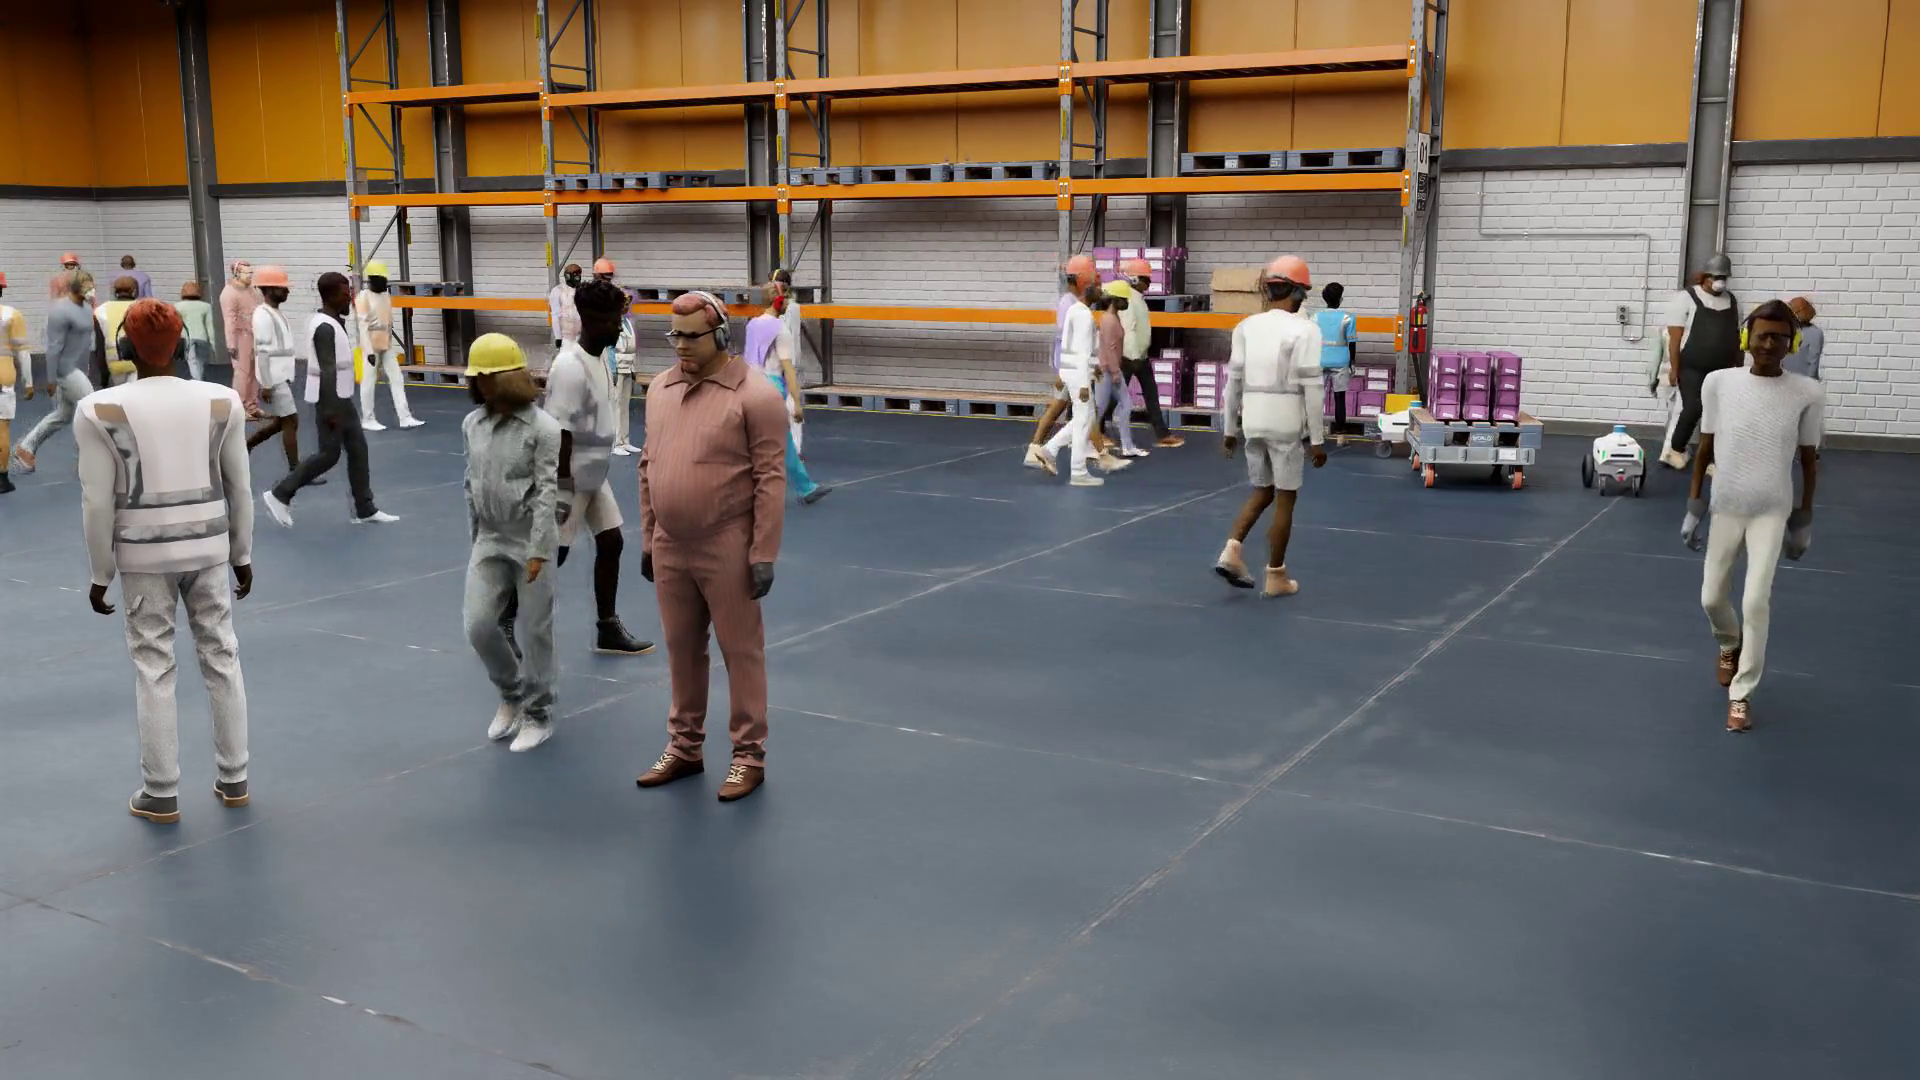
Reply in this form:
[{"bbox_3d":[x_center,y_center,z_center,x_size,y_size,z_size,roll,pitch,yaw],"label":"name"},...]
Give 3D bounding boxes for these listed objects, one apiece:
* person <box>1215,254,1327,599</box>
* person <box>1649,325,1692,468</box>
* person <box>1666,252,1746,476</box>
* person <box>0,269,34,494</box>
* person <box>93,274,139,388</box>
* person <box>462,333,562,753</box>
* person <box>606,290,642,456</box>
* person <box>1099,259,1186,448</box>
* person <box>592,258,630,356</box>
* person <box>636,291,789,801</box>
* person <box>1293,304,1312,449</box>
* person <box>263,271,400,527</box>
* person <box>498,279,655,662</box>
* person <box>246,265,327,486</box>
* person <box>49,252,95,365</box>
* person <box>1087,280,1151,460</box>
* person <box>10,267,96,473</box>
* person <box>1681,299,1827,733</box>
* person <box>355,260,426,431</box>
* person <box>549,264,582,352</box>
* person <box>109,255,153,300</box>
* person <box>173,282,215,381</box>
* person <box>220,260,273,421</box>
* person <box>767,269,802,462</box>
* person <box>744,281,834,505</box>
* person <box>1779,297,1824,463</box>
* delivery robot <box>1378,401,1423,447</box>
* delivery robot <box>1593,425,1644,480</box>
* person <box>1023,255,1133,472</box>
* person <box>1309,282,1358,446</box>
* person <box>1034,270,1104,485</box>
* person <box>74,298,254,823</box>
[{"bbox_3d":[1.845,-0.656,9.767,0.547,2.019,0.656,-8,13,-38],"label":"person"},{"bbox_3d":[6.802,-1.476,15.681,0.866,1.576,0.563,-10,14,-43],"label":"person"},{"bbox_3d":[6.743,-1.587,14.978,0.713,2.000,0.536,-1,10,-7],"label":"person"},{"bbox_3d":[-8.167,-1.356,14.050,0.588,1.905,0.640,-2,10,-10],"label":"person"},{"bbox_3d":[-7.991,-1.650,16.032,0.626,1.812,0.879,-2,10,-9],"label":"person"},{"bbox_3d":[-1.822,0.022,6.771,0.491,1.723,0.388,3,11,18],"label":"person"},{"bbox_3d":[-3.380,-1.663,16.550,0.308,1.640,0.511,2,10,11],"label":"person"},{"bbox_3d":[1.790,-1.910,17.117,1.049,1.940,0.639,4,11,24],"label":"person"},{"bbox_3d":[-4.143,-2.334,19.530,0.399,1.926,0.567,8,13,39],"label":"person"},{"bbox_3d":[-0.961,0.024,6.259,0.638,1.903,0.409,5,11,28],"label":"person"},{"bbox_3d":[3.247,-1.744,16.544,0.554,1.801,0.608,-4,11,-21],"label":"person"},{"bbox_3d":[-4.674,-1.024,12.240,0.861,1.893,0.599,-2,10,-14],"label":"person"},{"bbox_3d":[-2.016,-0.338,8.302,0.835,1.920,0.624,1,10,7],"label":"person"},{"bbox_3d":[-5.956,-1.402,14.308,0.789,1.917,0.549,-1,10,-7],"label":"person"},{"bbox_3d":[-13.190,-3.275,24.713,0.440,1.976,0.656,8,13,40],"label":"person"},{"bbox_3d":[1.546,-1.622,16.006,0.747,1.733,0.557,2,10,13],"label":"person"},{"bbox_3d":[-8.107,-1.500,14.947,0.923,1.893,0.639,-2,10,-11],"label":"person"},{"bbox_3d":[3.465,-0.133,7.286,0.520,1.847,0.712,6,12,32],"label":"person"},{"bbox_3d":[-6.392,-2.156,18.585,0.833,1.897,0.613,3,11,18],"label":"person"},{"bbox_3d":[-4.936,-2.612,21.350,0.429,1.844,0.627,9,13,41],"label":"person"},{"bbox_3d":[-14.271,-3.941,28.651,0.662,1.917,0.698,-6,12,-31],"label":"person"},{"bbox_3d":[-10.475,-2.734,22.754,0.509,1.592,0.869,-8,13,-37],"label":"person"},{"bbox_3d":[-8.490,-2.366,19.803,0.405,1.901,0.656,0,10,2],"label":"person"},{"bbox_3d":[-1.724,-1.649,15.891,0.521,1.844,0.525,5,11,27],"label":"person"},{"bbox_3d":[-1.420,-1.117,13.001,0.986,1.793,0.590,-6,12,-31],"label":"person"},{"bbox_3d":[7.881,-1.501,15.754,0.856,1.581,0.523,-4,11,-22],"label":"person"},{"bbox_3d":[4.447,-1.116,16.245,0.707,0.478,0.477,3,10,17],"label":"delivery robot"},{"bbox_3d":[5.555,-0.725,14.040,0.477,0.478,0.707,3,10,15],"label":"delivery robot"},{"bbox_3d":[1.061,-1.614,15.290,1.047,1.988,0.634,2,10,11],"label":"person"},{"bbox_3d":[3.840,-1.816,17.243,0.540,1.698,0.317,3,11,18],"label":"person"},{"bbox_3d":[0.980,-1.392,14.379,0.522,1.869,0.604,-1,10,-3],"label":"person"},{"bbox_3d":[-2.843,0.078,6.004,0.574,1.883,0.356,-9,13,-41],"label":"person"}]
